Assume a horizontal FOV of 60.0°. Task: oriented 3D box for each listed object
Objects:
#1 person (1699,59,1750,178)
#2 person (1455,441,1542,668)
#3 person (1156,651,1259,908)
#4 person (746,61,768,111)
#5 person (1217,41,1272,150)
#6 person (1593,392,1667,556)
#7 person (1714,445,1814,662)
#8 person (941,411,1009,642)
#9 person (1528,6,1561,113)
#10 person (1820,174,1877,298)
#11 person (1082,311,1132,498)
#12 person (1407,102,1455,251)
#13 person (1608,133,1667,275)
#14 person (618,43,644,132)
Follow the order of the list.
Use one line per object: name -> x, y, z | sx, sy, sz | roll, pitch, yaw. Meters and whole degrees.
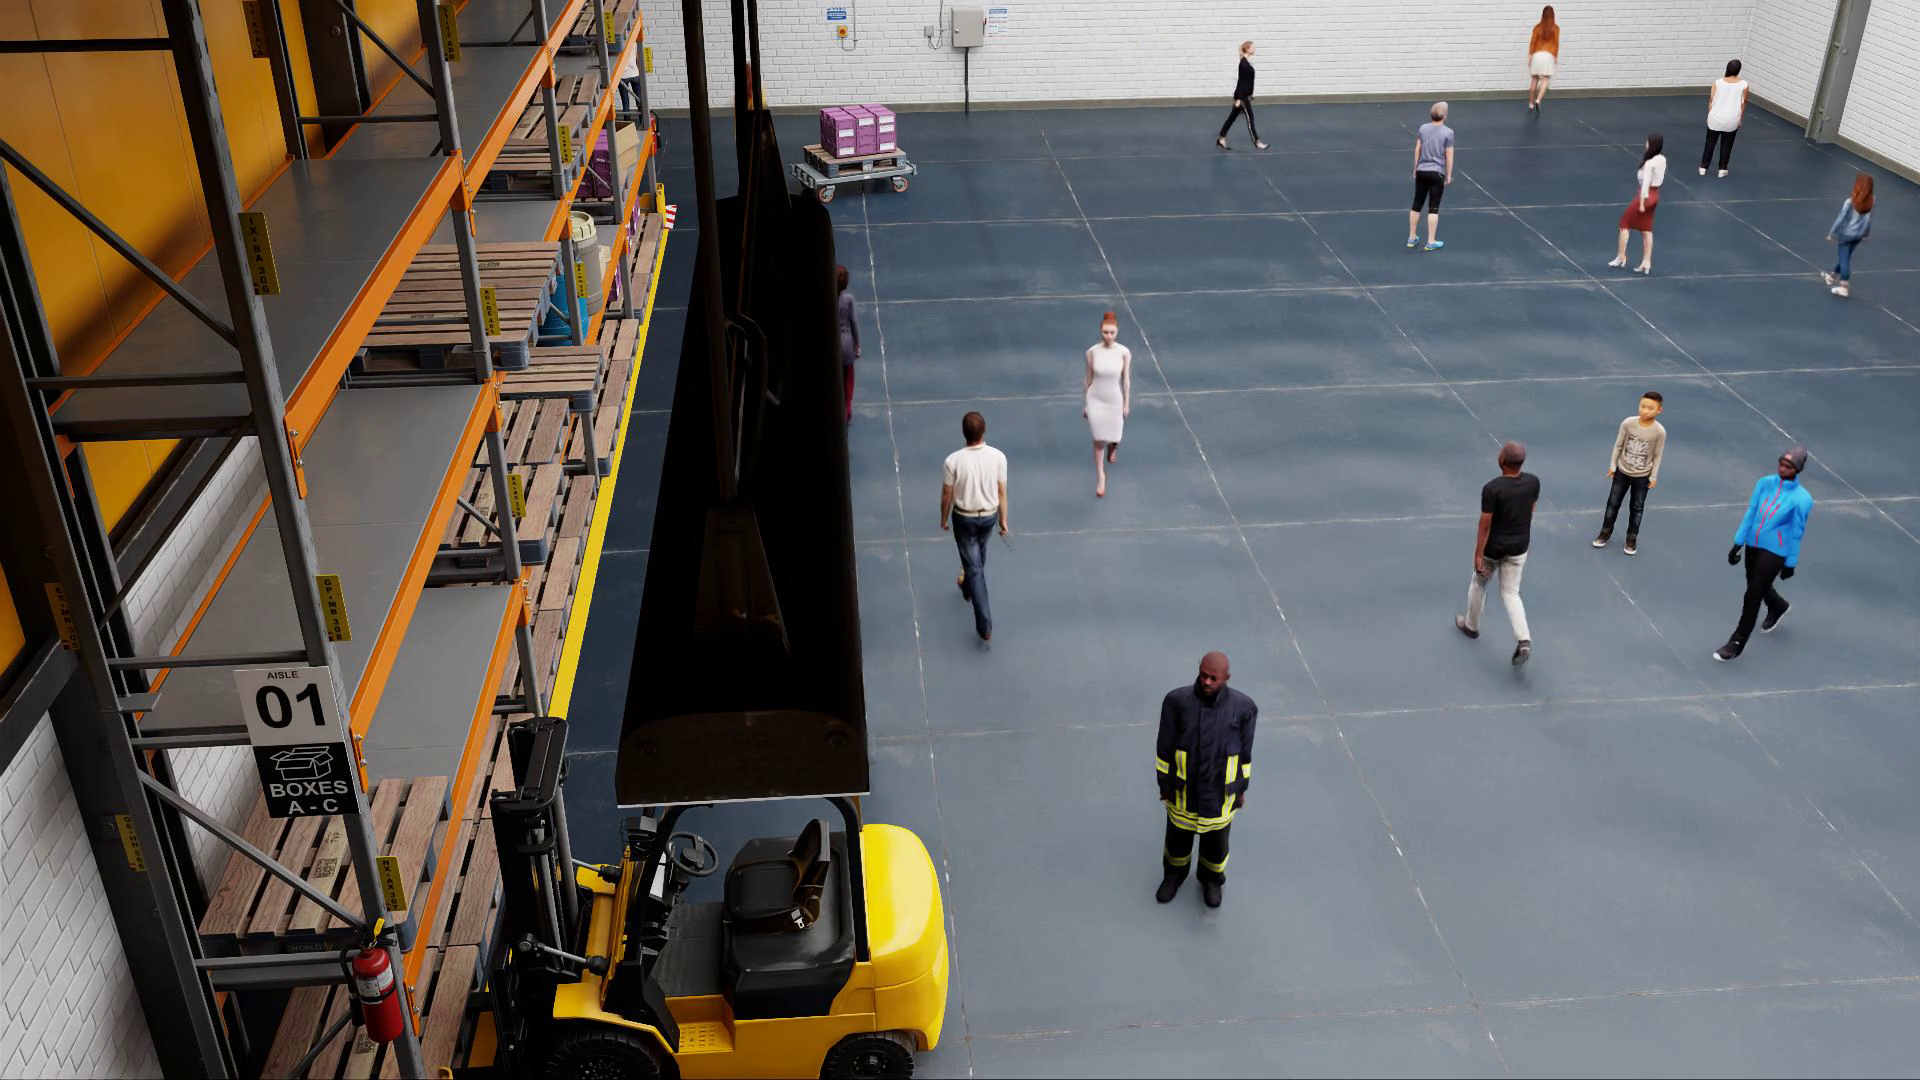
person -> 11.193, -6.191, 24.358 | 0.764, 1.688, 0.791 | 15, 32, 26
person -> 4.189, 0.116, 12.699 | 0.734, 1.780, 1.139 | -6, 29, -11
person -> 1.499, 1.443, 10.225 | 0.820, 1.821, 0.775 | 5, 29, 10
person -> -2.993, -5.966, 23.894 | 0.669, 1.737, 0.874 | 2, 29, 3
person -> 4.226, -6.740, 25.398 | 0.913, 1.656, 1.075 | 6, 29, 11
person -> 5.820, -0.600, 14.342 | 0.639, 1.465, 0.679 | 17, 33, 28
person -> 6.276, 0.066, 12.807 | 0.947, 1.765, 1.160 | -13, 31, -22
person -> 0.132, -0.080, 13.035 | 0.833, 1.804, 1.302 | -7, 29, -13
person -> 9.674, -7.952, 27.569 | 0.909, 1.705, 1.025 | 14, 32, 24
person -> 10.700, -3.629, 19.896 | 0.666, 1.464, 0.858 | -6, 29, -11
person -> 1.341, -1.265, 15.229 | 0.675, 1.782, 0.836 | 4, 29, 8
person -> 6.062, -4.693, 21.405 | 0.736, 1.887, 0.800 | 22, 36, 35
person -> 8.530, -4.118, 20.514 | 0.801, 1.730, 0.870 | -21, 35, -34
person -> -5.201, -7.255, 26.183 | 0.653, 1.809, 0.621 | -13, 31, -22
